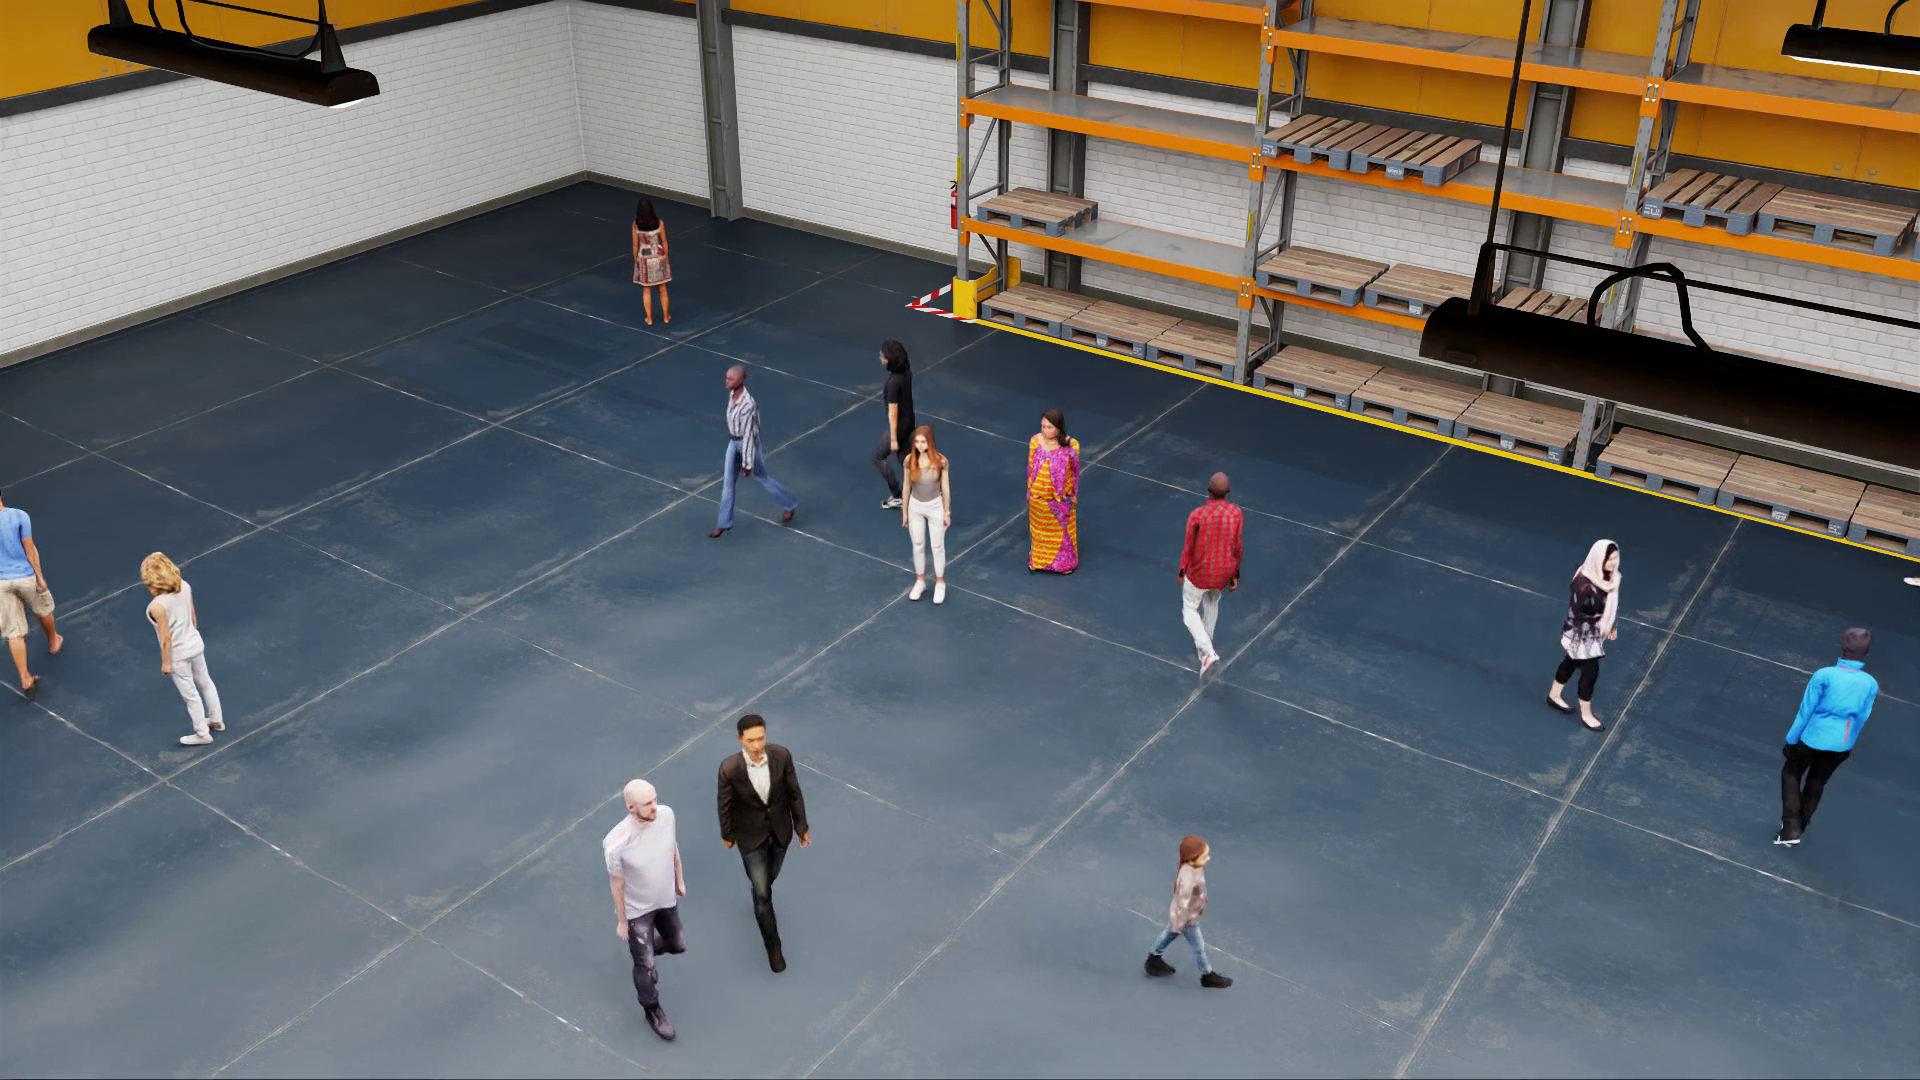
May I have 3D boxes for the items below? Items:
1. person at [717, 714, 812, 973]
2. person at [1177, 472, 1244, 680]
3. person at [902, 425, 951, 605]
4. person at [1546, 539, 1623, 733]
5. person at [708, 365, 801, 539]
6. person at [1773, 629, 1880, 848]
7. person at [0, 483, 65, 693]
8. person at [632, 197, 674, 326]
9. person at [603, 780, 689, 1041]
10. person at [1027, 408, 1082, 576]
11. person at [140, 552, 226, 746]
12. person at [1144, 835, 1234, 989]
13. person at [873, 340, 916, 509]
[{"bbox_3d":[-1.317,1.879,10.997,0.974,1.773,1.146,-14,32,-24],"label":"person"},{"bbox_3d":[2.093,0.304,13.851,1.032,1.805,1.100,-5,29,-9],"label":"person"},{"bbox_3d":[-0.293,-0.255,14.966,0.595,1.718,0.723,5,29,9],"label":"person"},{"bbox_3d":[4.951,0.686,13.344,0.783,1.618,0.911,-21,35,-33],"label":"person"},{"bbox_3d":[-1.963,-0.852,16.029,1.028,1.748,1.219,-18,33,-29],"label":"person"},{"bbox_3d":[6.113,1.480,11.724,0.839,1.778,0.881,4,29,7],"label":"person"},{"bbox_3d":[-7.801,0.374,13.700,1.094,1.826,1.284,-10,30,-17],"label":"person"},{"bbox_3d":[-3.917,-3.544,21.073,0.720,1.644,0.754,-8,30,-14],"label":"person"},{"bbox_3d":[-1.985,2.211,10.342,0.787,1.817,0.960,-23,36,-36],"label":"person"},{"bbox_3d":[0.871,-0.466,15.408,0.694,1.664,0.810,5,29,10],"label":"person"},{"bbox_3d":[-6.076,0.842,13.004,0.676,1.671,0.678,5,29,9],"label":"person"},{"bbox_3d":[1.406,2.378,10.710,0.874,1.171,0.678,7,29,12],"label":"person"},{"bbox_3d":[-0.520,-1.108,16.426,0.726,1.817,0.742,10,30,18],"label":"person"}]
